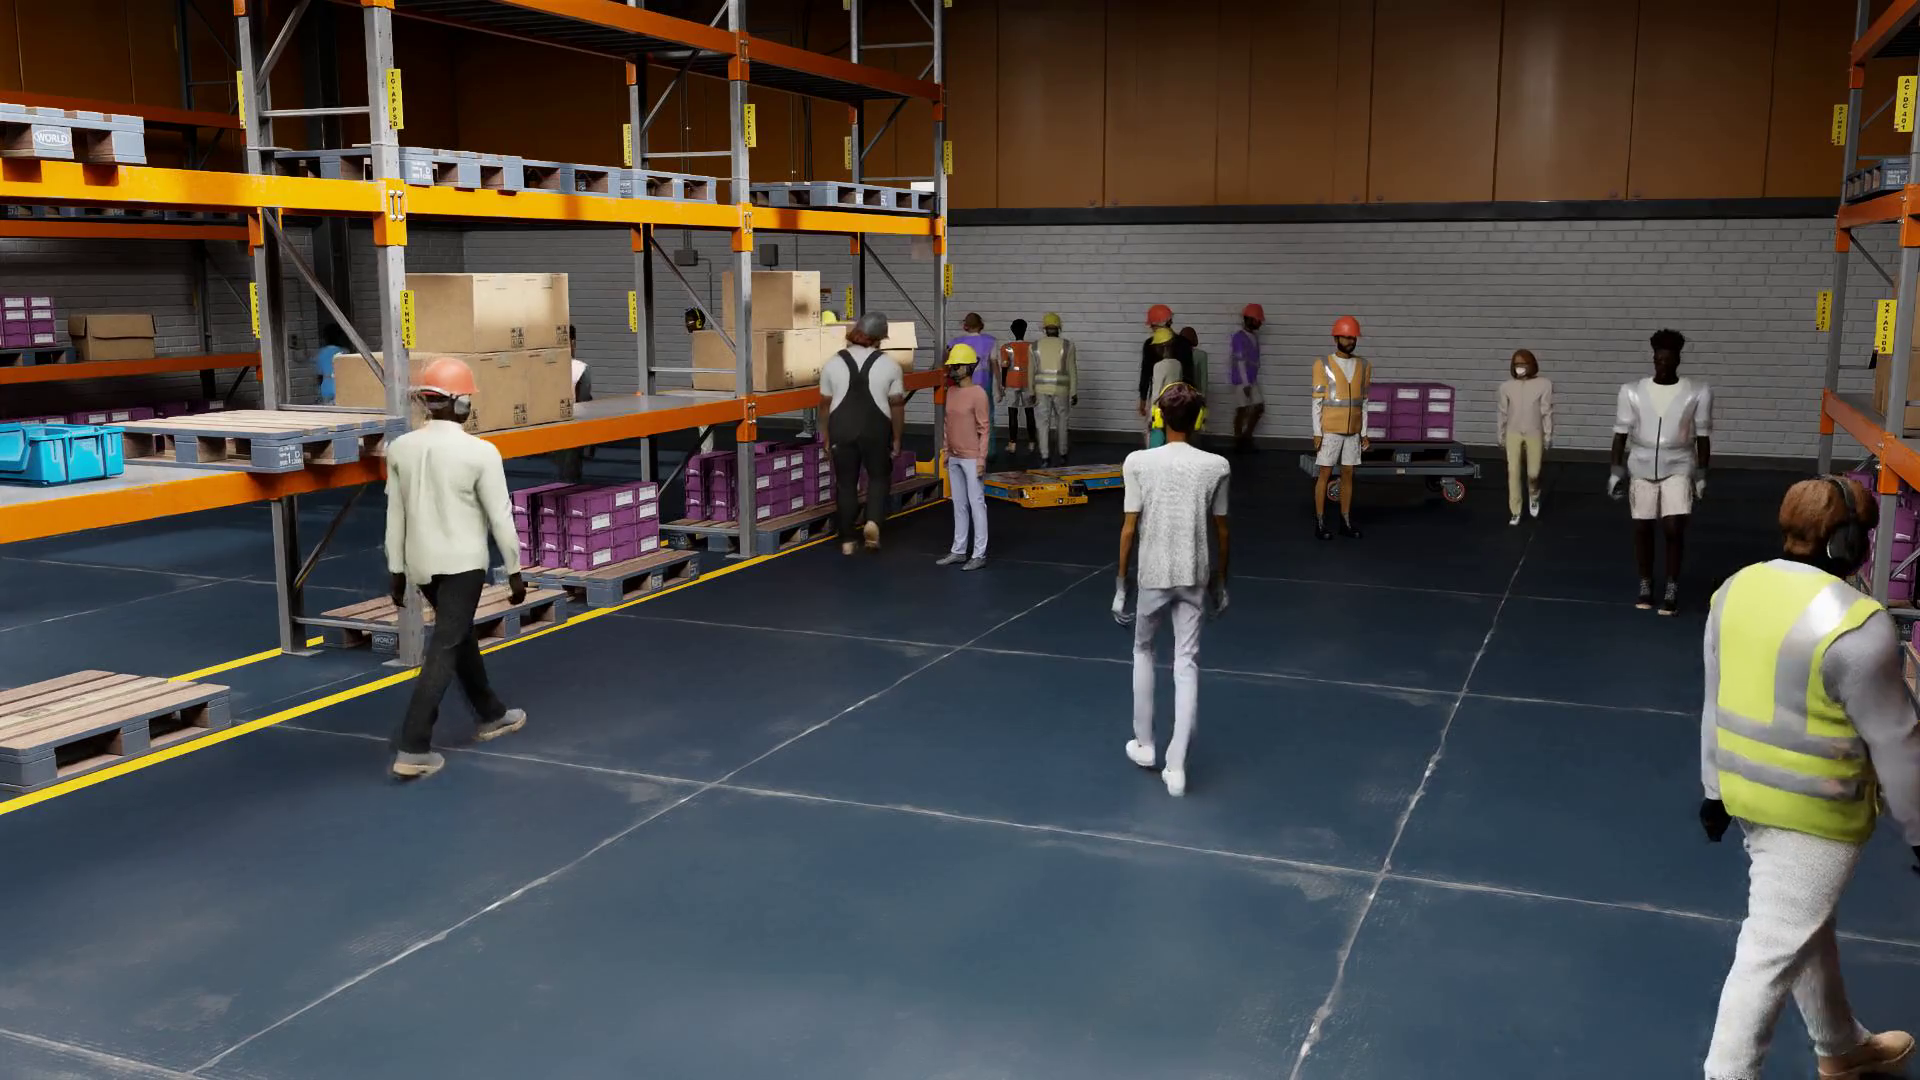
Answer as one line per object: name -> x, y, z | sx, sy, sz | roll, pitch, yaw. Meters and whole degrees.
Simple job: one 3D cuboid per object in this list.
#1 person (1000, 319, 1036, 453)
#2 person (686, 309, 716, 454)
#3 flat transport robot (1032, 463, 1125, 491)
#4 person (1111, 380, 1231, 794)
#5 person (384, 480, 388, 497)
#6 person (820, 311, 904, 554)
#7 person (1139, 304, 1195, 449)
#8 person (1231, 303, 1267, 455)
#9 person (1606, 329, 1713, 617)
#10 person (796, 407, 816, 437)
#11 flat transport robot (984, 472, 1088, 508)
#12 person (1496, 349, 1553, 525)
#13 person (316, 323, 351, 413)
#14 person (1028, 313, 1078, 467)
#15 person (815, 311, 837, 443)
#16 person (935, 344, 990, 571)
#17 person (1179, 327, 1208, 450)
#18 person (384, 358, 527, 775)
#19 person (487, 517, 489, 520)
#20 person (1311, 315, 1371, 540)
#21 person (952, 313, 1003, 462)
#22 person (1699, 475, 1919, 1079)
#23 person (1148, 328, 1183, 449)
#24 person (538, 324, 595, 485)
person -> 0.761, -1.956, 21.121 | 0.534, 1.698, 0.317 | -3, 10, -15
person -> -3.063, -1.785, 19.616 | 0.316, 1.861, 0.514 | -4, 10, -23
flat transport robot -> 1.350, -0.648, 17.521 | 1.431, 0.197, 0.652 | -6, 11, -31
person -> 0.965, 0.190, 7.669 | 0.570, 1.839, 0.778 | 0, 9, -1
person -> -5.421, -1.340, 16.976 | 1.043, 1.841, 0.637 | -3, 10, -20
person -> -0.795, -0.883, 13.591 | 0.697, 2.000, 0.590 | 1, 9, 6
person -> 2.185, -1.505, 17.637 | 0.738, 1.969, 0.463 | -4, 10, -24
person -> 3.574, -1.994, 20.734 | 0.474, 1.900, 0.544 | 9, 13, 44
person -> 4.735, -0.453, 11.294 | 0.615, 1.940, 0.726 | 6, 11, 33
person -> -2.102, -2.284, 23.007 | 0.309, 1.737, 0.484 | 7, 12, 37
flat transport robot -> 0.611, -0.522, 16.757 | 0.652, 0.197, 1.431 | -6, 11, -31
person -> 5.179, -0.946, 15.251 | 0.518, 1.613, 0.413 | 5, 11, 28
person -> -7.500, -1.763, 19.969 | 0.548, 1.686, 0.447 | 5, 10, 26
person -> 1.120, -1.791, 19.810 | 0.610, 1.790, 0.906 | 2, 10, 12
person -> -1.423, -1.642, 18.731 | 0.597, 1.869, 1.010 | 5, 11, 27
person -> 0.031, -0.643, 12.970 | 0.326, 1.769, 0.524 | -6, 11, -34
person -> 2.756, -1.772, 20.213 | 0.502, 1.631, 0.286 | 2, 10, 12
person -> -2.411, 0.107, 7.932 | 0.630, 1.941, 1.053 | 4, 10, 22
person -> -4.303, -0.901, 14.296 | 0.641, 1.844, 1.016 | 4, 10, 21
person -> 3.308, -0.970, 14.418 | 0.545, 1.942, 0.349 | -3, 10, -16
person -> 0.234, -1.810, 19.916 | 0.621, 1.799, 0.824 | 2, 10, 13
person -> 2.409, 0.730, 4.534 | 0.807, 1.811, 0.633 | -1, 9, -5
person -> 2.035, -1.226, 16.538 | 0.343, 1.756, 0.553 | 6, 11, 33
person -> -3.416, -0.908, 14.221 | 0.599, 1.893, 0.861 | 4, 10, 25
